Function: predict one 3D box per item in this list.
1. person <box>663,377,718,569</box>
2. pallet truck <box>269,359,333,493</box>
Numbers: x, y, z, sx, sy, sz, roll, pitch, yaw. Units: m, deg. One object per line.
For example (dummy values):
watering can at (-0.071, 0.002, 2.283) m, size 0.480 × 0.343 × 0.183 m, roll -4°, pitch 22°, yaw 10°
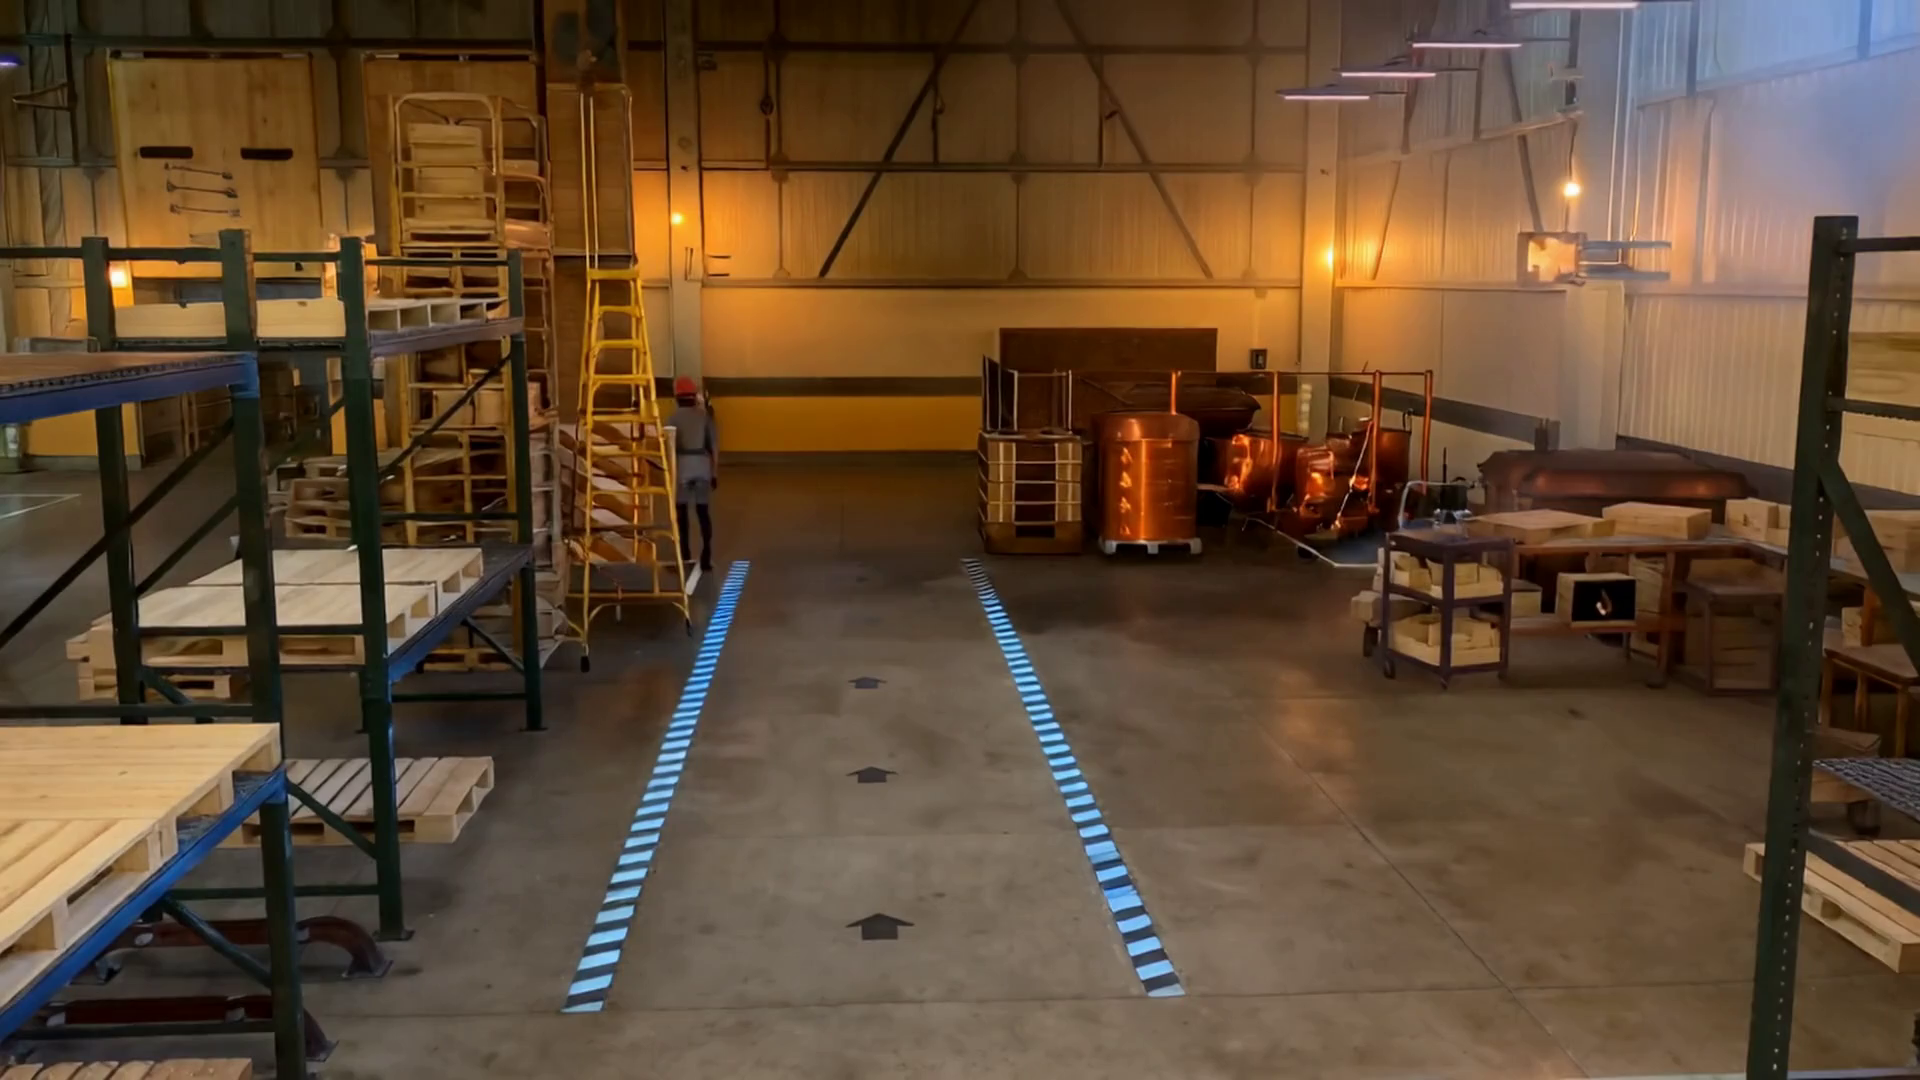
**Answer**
person at (-2.650, -0.664, 16.431) m, size 0.557 × 1.887 × 1.009 m, roll -3°, pitch 10°, yaw -21°
pallet truck at (-7.062, -1.131, 18.996) m, size 1.885 × 1.965 × 0.823 m, roll 2°, pitch 9°, yaw 13°
